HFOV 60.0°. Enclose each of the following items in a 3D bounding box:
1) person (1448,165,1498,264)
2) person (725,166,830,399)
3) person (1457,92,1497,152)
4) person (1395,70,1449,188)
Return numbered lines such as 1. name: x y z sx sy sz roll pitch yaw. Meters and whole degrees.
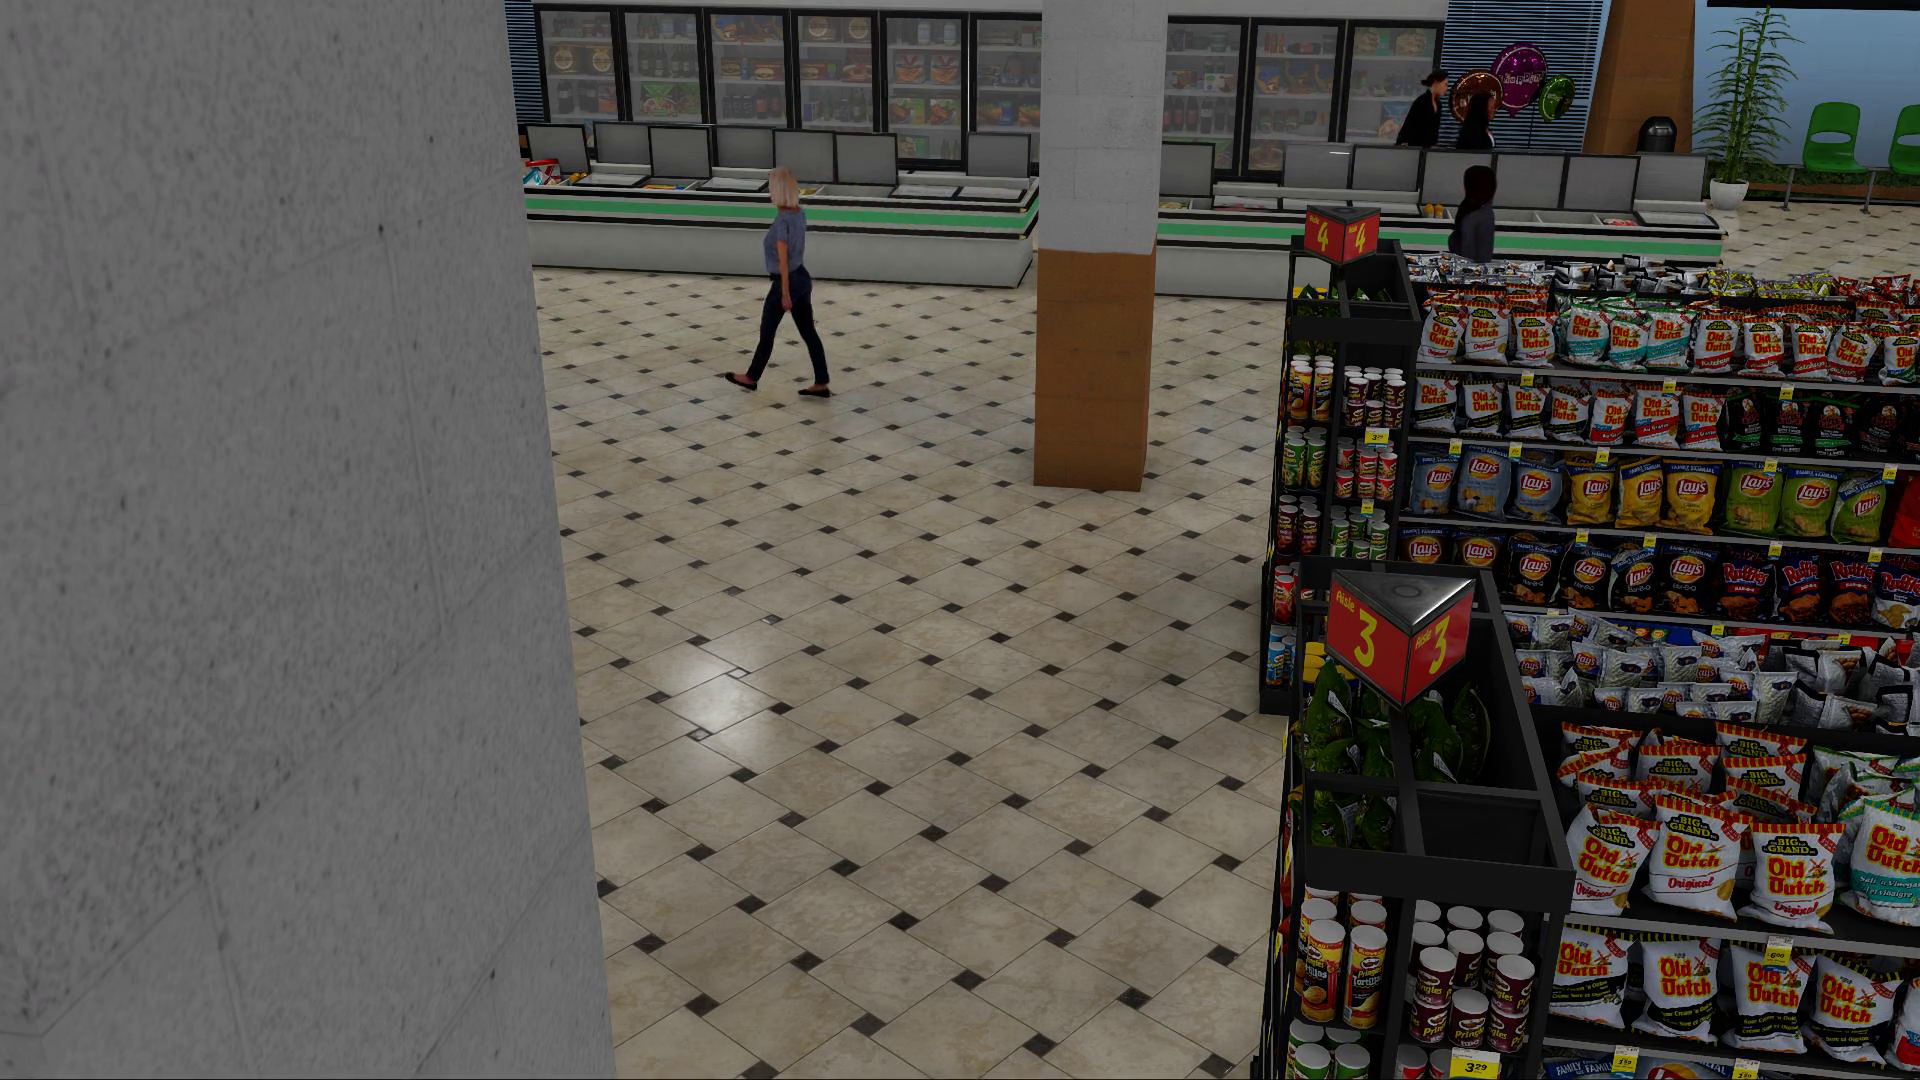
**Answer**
1. person: 3.641 -1.801 11.926 0.651 1.767 0.676 15 28 30
2. person: -1.151 -1.823 12.074 1.067 1.687 0.730 8 25 18
3. person: 4.780 -3.451 15.942 1.064 1.570 0.727 6 24 13
4. person: 4.504 -3.880 16.794 0.864 1.673 0.811 19 30 37
